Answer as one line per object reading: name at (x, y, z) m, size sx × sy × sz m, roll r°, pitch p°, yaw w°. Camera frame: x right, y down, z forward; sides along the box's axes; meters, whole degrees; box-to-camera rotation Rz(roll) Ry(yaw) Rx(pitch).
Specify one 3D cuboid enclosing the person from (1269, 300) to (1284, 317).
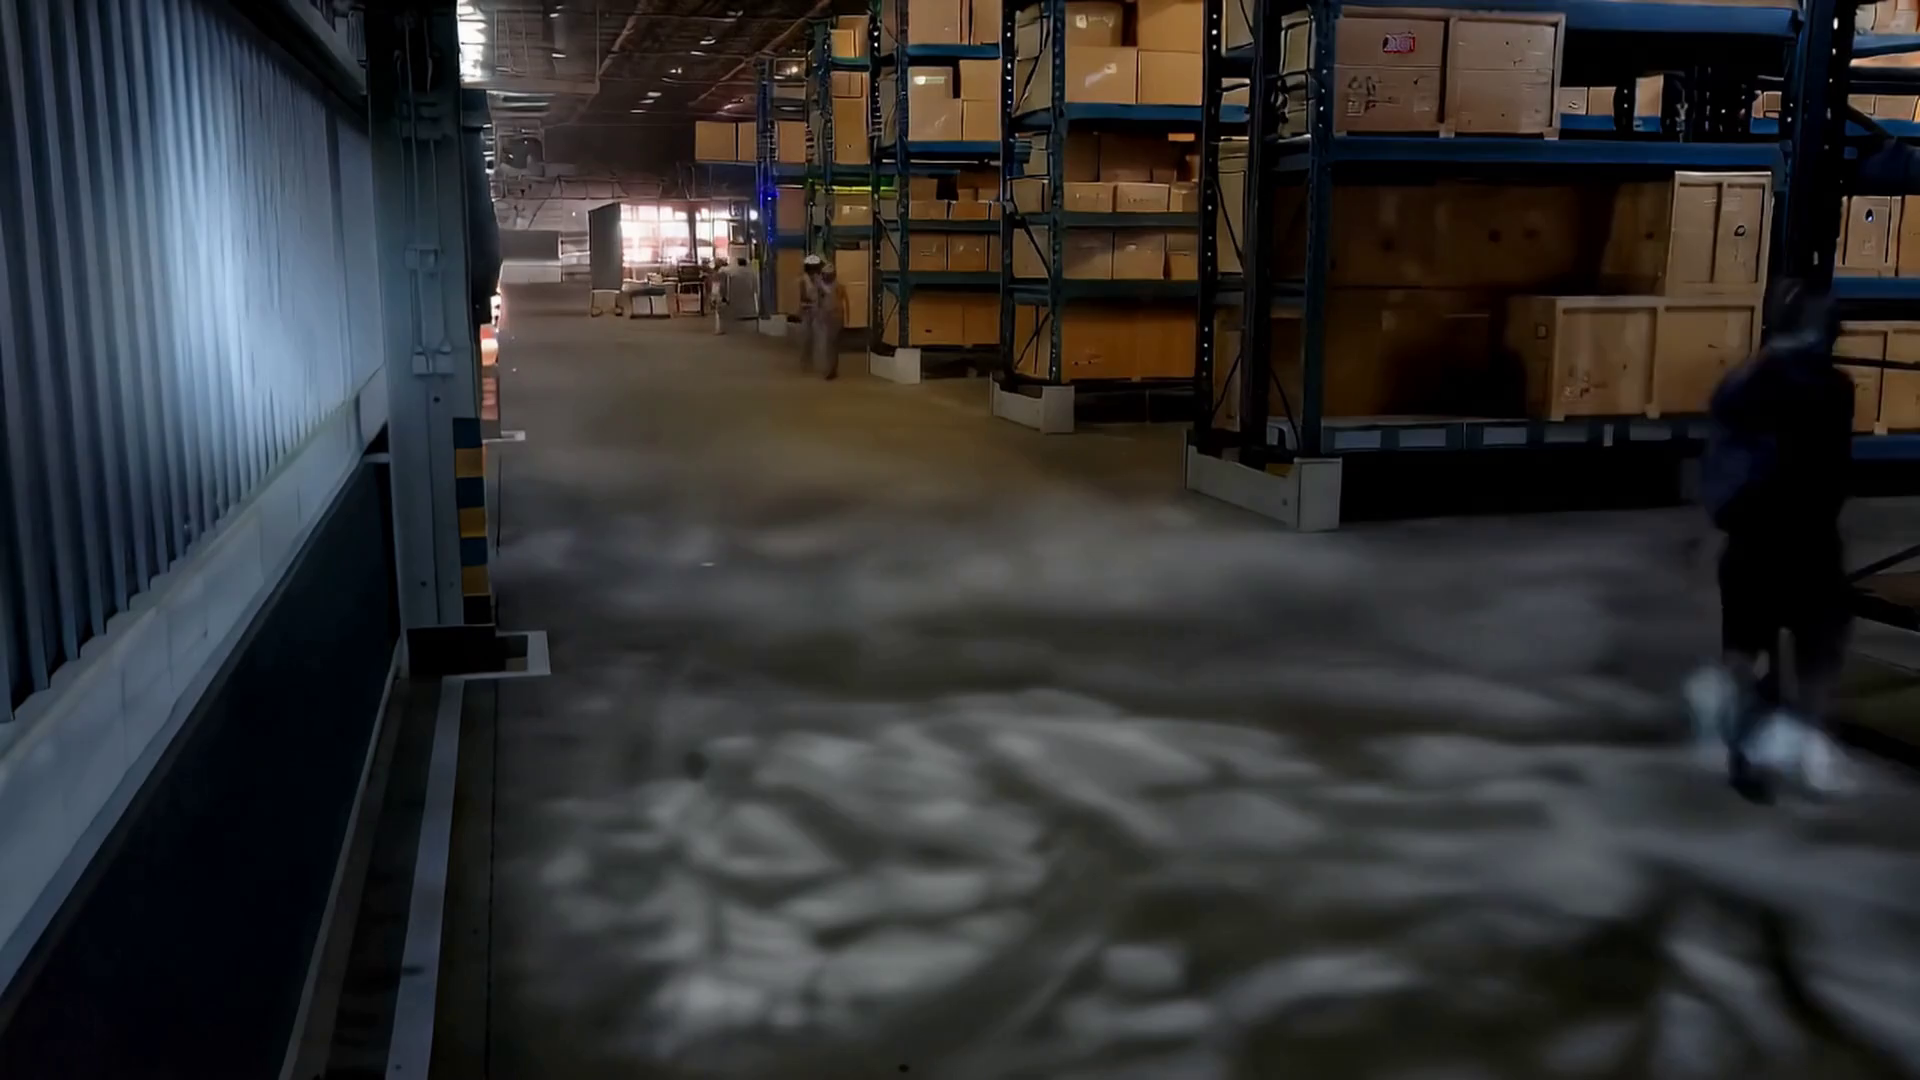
person at (3.109, -1.704, 16.541) m, size 0.311 × 1.636 × 0.521 m, roll 7°, pitch 12°, yaw 35°

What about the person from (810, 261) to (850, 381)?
person at (-1.984, -3.335, 25.293) m, size 0.595 × 1.815 × 0.723 m, roll -2°, pitch 10°, yaw -10°

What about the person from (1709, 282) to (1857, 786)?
person at (3.090, -0.011, 6.233) m, size 0.653 × 1.892 × 0.434 m, roll -3°, pitch 10°, yaw -17°

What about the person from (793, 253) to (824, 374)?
person at (-2.399, -3.647, 26.763) m, size 0.614 × 1.924 × 0.883 m, roll -3°, pitch 11°, yaw -18°

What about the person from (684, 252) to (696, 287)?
person at (-9.063, -8.707, 55.664) m, size 0.403 × 1.826 × 0.589 m, roll 3°, pitch 10°, yaw 17°

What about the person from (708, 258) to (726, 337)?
person at (-5.453, -5.418, 37.231) m, size 0.324 × 1.753 × 0.573 m, roll 4°, pitch 11°, yaw 24°

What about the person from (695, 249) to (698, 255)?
person at (-10.759, -10.913, 67.949) m, size 0.708 × 1.883 × 1.081 m, roll -1°, pitch 10°, yaw -5°
